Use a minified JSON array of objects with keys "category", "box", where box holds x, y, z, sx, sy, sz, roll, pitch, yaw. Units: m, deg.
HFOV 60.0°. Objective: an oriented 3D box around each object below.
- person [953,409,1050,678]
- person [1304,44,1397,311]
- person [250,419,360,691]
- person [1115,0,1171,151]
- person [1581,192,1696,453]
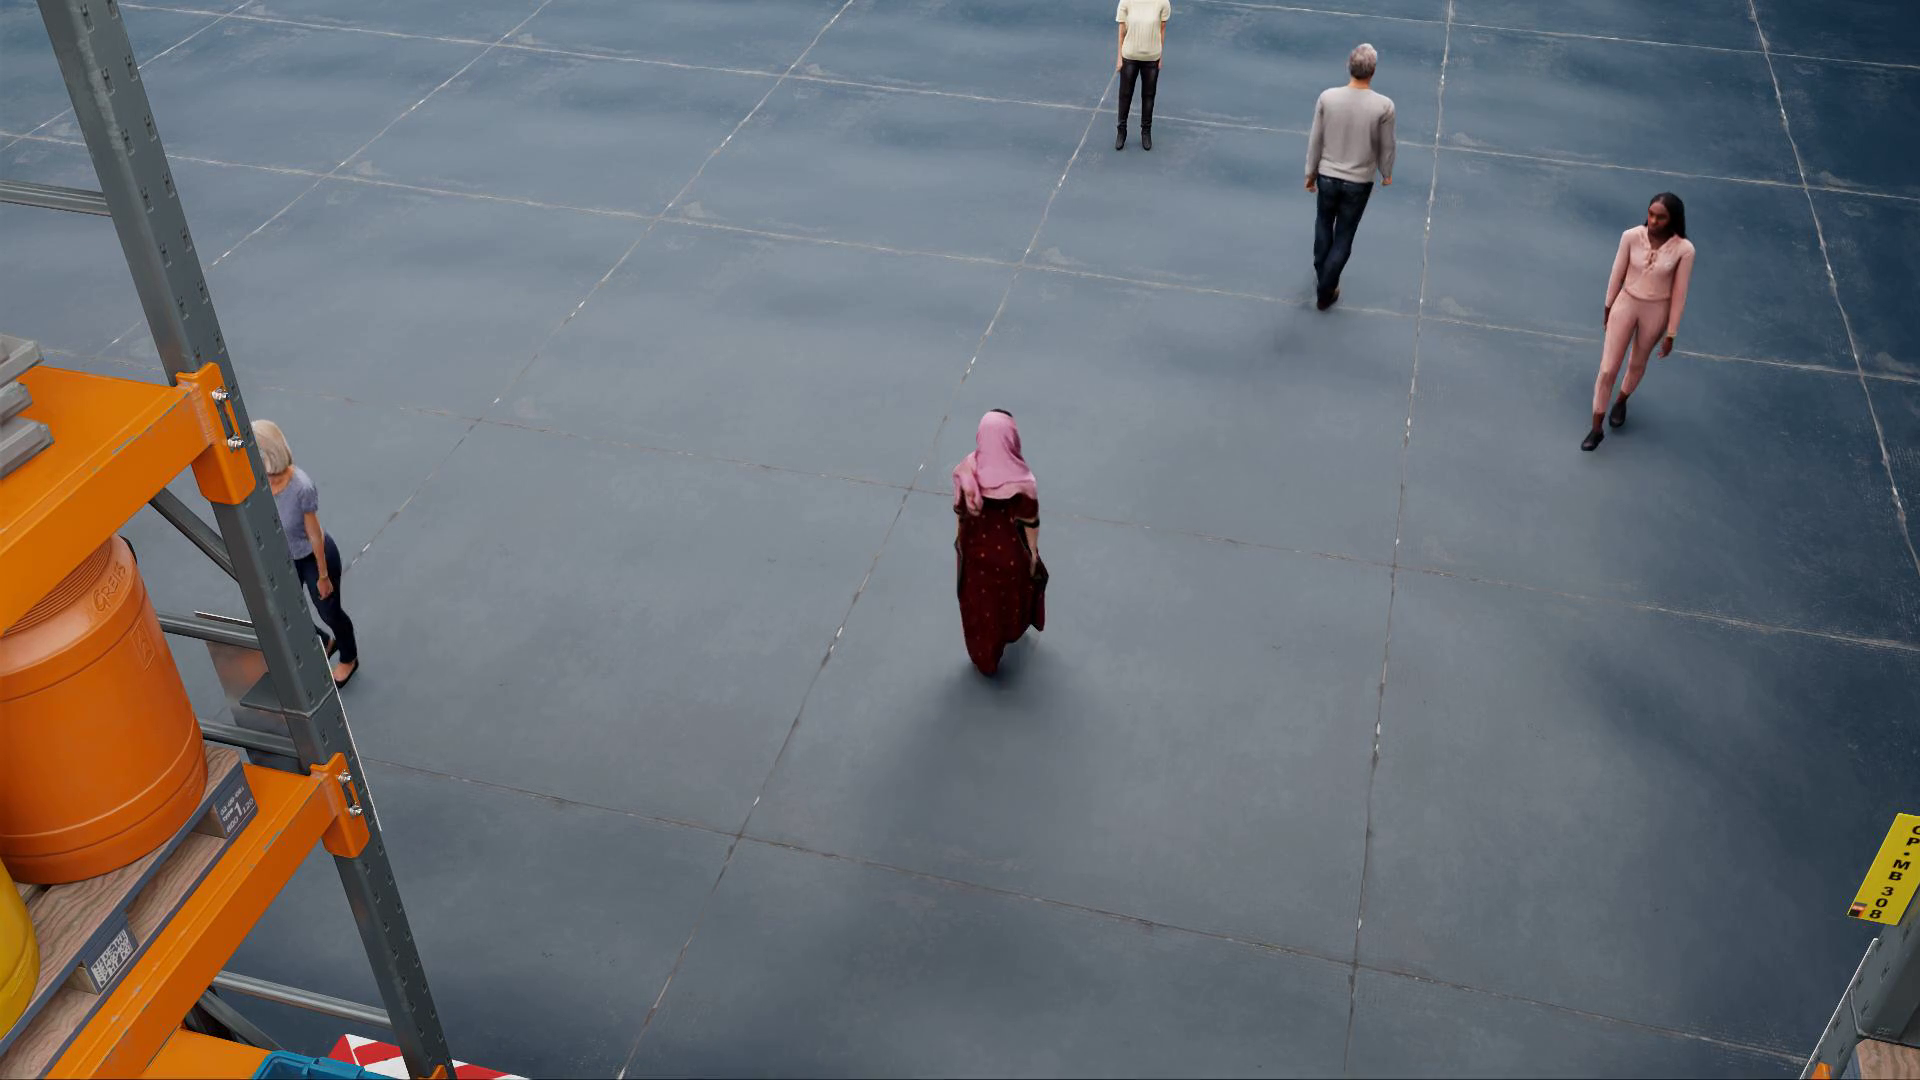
[{"category":"person","box":[0.171,0.061,8.661,0.673,1.642,0.800,10,39,13]},{"category":"person","box":[2.701,-2.503,11.743,0.860,1.883,0.995,20,42,23]},{"category":"person","box":[-3.349,0.046,8.625,0.579,1.710,0.546,11,39,14]},{"category":"person","box":[1.517,-4.067,13.982,0.632,1.588,0.542,2,38,3]},{"category":"person","box":[4.326,-1.434,10.534,0.779,1.689,1.023,17,41,21]}]
